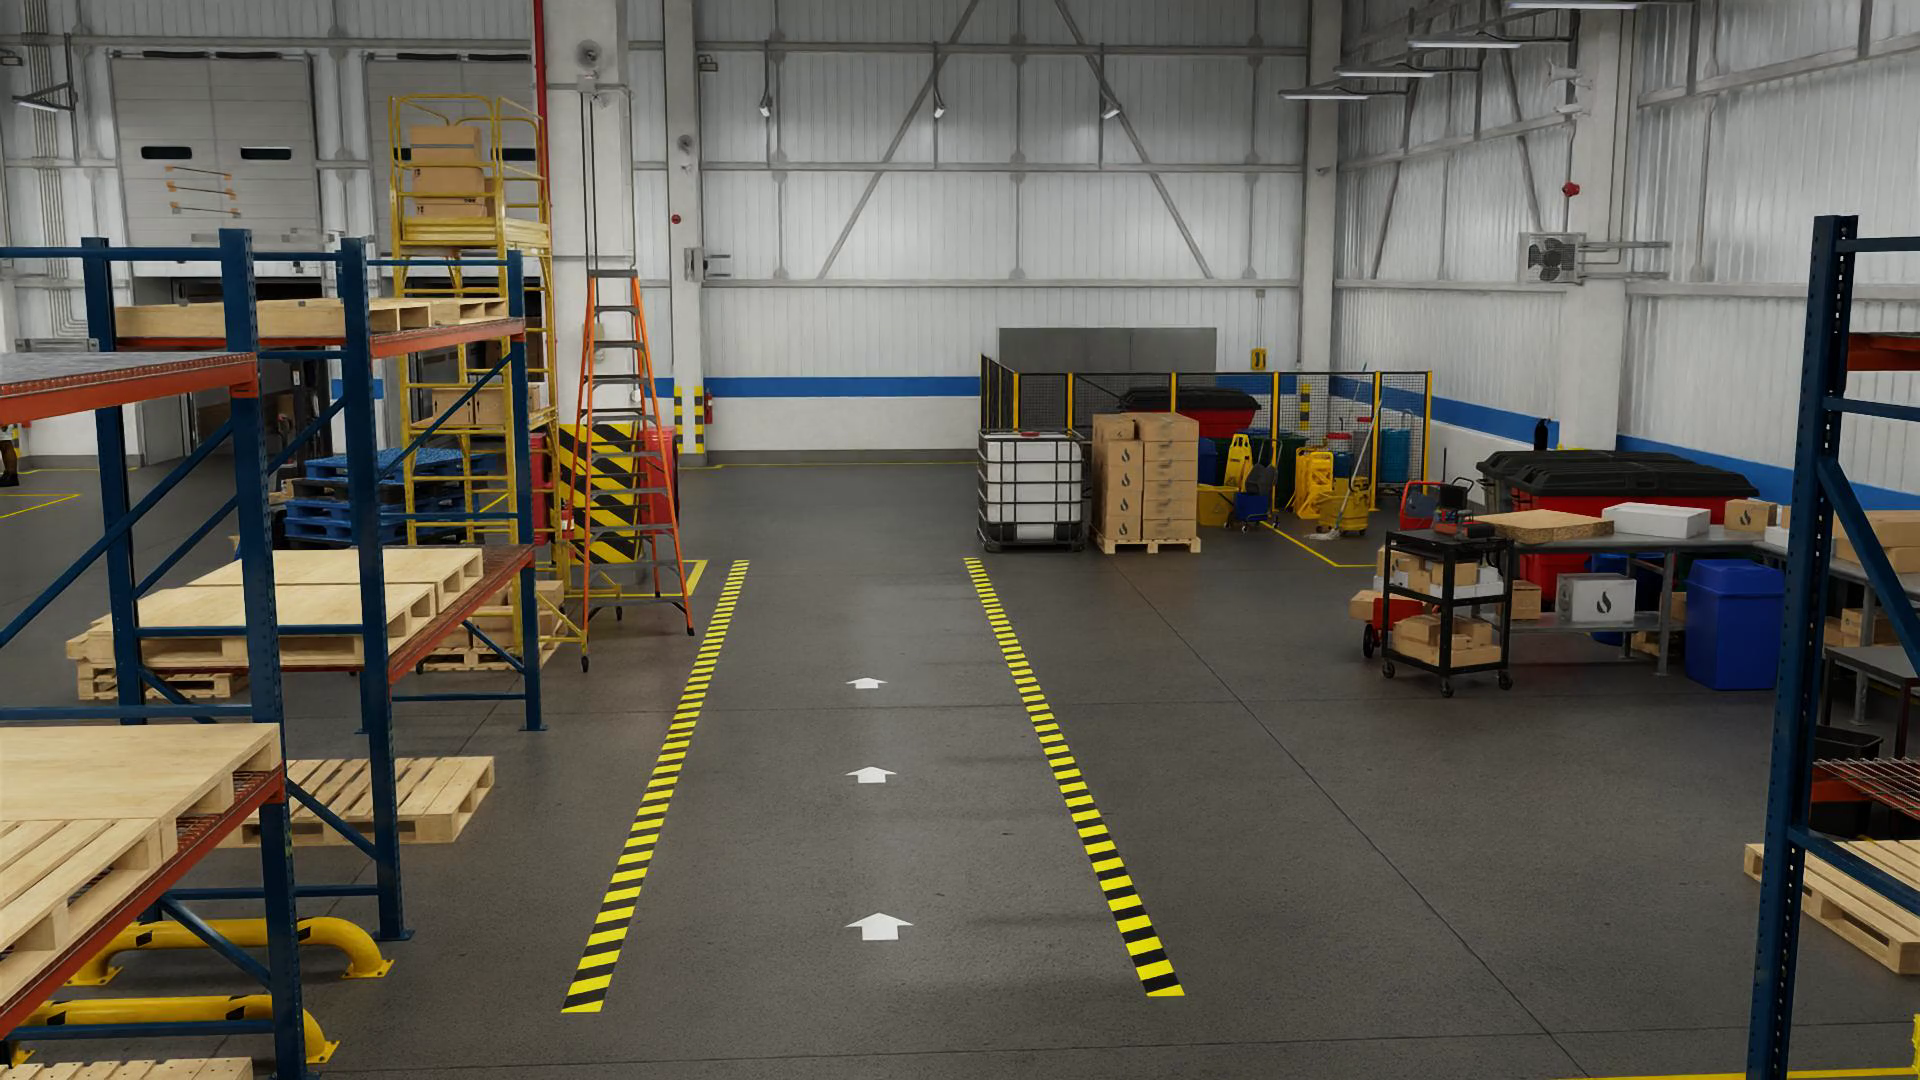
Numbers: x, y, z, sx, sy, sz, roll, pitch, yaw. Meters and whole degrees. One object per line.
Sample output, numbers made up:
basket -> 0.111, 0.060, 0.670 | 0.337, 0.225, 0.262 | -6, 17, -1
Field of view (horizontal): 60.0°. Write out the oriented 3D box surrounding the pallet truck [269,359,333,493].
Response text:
pallet truck -> -7.062, -1.131, 18.996 | 1.885, 1.965, 0.823 | 2, 9, 13

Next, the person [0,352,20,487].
person -> -13.112, -1.682, 22.676 | 0.388, 1.930, 0.544 | -9, 13, -44
